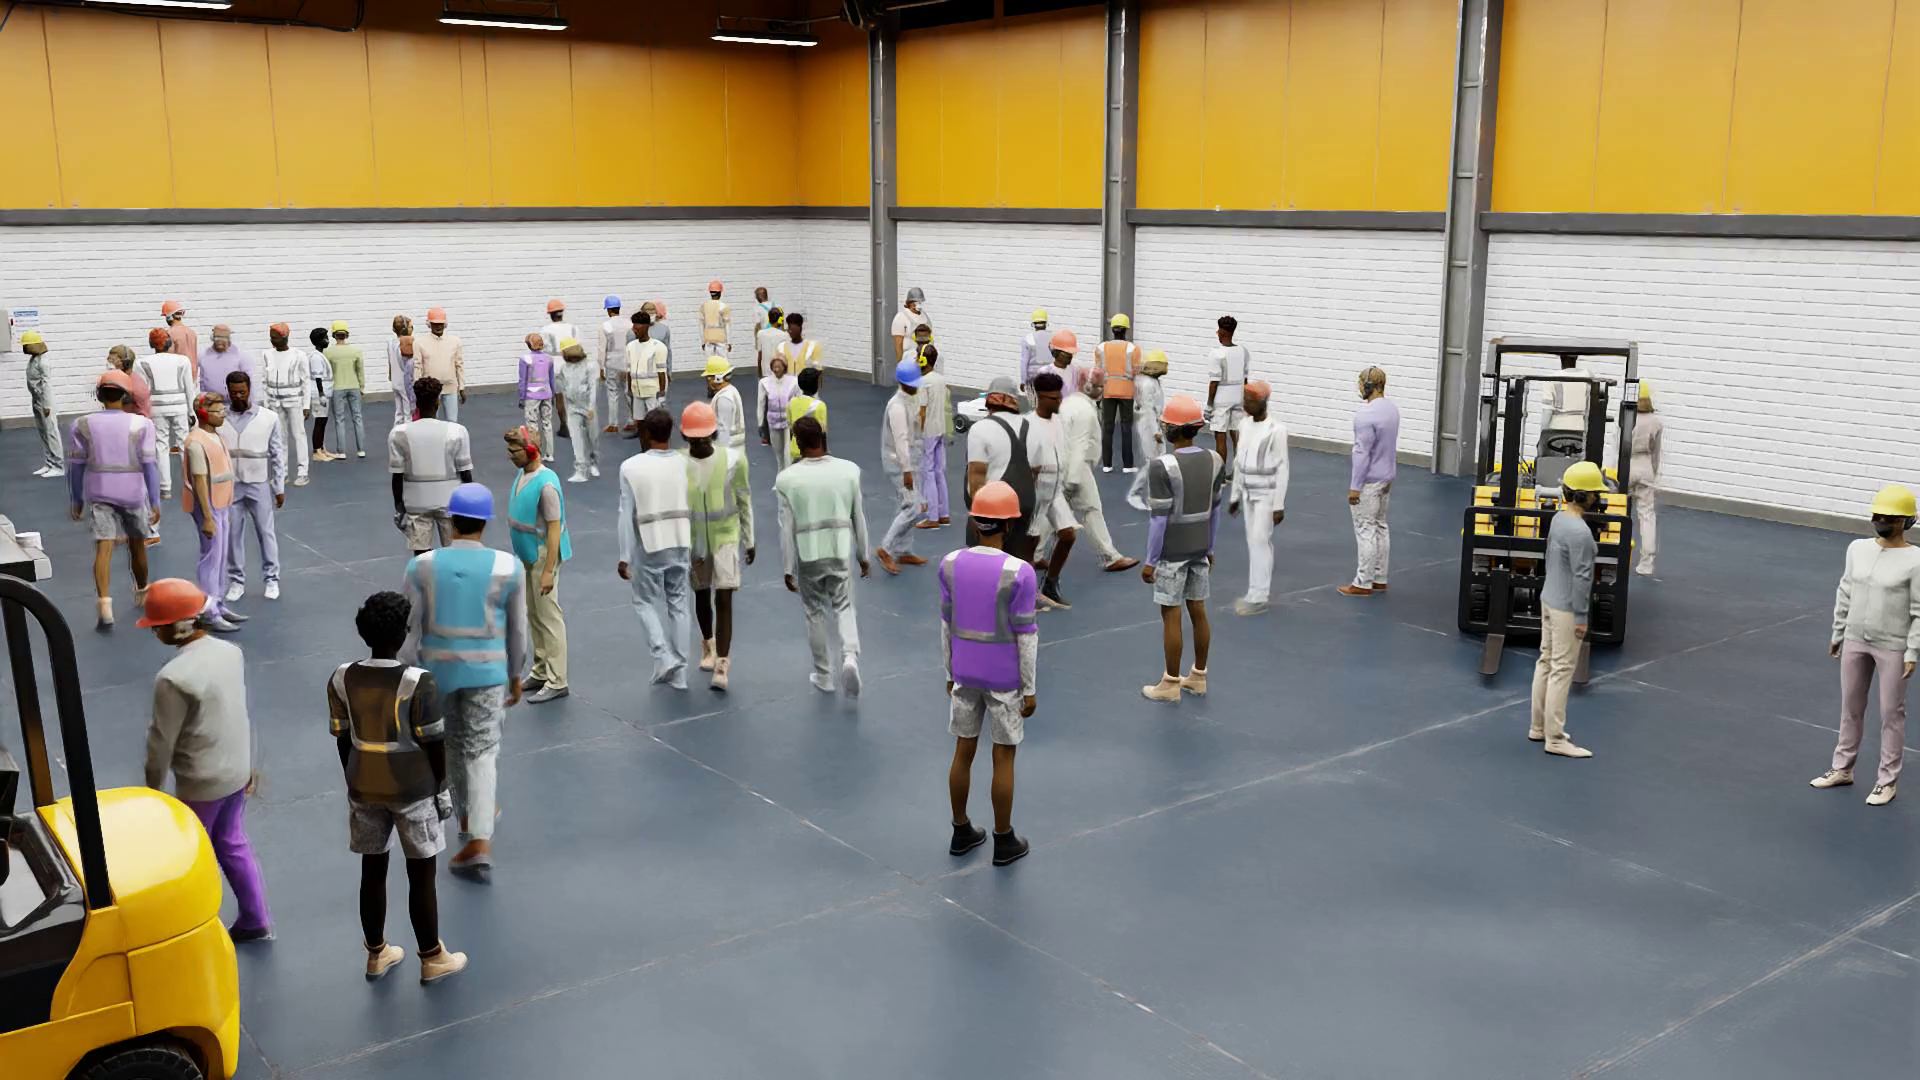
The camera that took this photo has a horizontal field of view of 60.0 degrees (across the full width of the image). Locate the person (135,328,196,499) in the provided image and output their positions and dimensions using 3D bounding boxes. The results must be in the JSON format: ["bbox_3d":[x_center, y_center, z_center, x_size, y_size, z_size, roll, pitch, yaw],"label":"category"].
[{"bbox_3d":[-8.746,-1.398,18.369,0.573,1.884,0.359,-7,13,-29],"label":"person"}]

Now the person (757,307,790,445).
[{"bbox_3d":[-2.471,-2.175,22.212,0.525,1.853,0.344,4,12,20],"label":"person"}]

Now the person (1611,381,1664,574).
[{"bbox_3d":[6.005,-0.573,14.840,0.506,1.689,0.922,-1,12,-6],"label":"person"}]

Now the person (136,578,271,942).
[{"bbox_3d":[-3.267,1.003,7.170,0.396,1.732,0.566,0,12,0],"label":"person"}]

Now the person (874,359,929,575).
[{"bbox_3d":[-0.507,-0.644,14.639,0.456,1.919,0.682,2,12,7],"label":"person"}]

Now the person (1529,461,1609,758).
[{"bbox_3d":[3.650,0.404,9.952,0.331,1.768,0.526,0,12,2],"label":"person"}]

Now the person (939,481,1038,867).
[{"bbox_3d":[0.157,0.663,8.309,0.544,1.930,0.388,7,14,32],"label":"person"}]

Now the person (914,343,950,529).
[{"bbox_3d":[-0.308,-1.036,16.693,0.330,1.862,0.506,6,13,25],"label":"person"}]

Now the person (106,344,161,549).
[{"bbox_3d":[-7.848,-0.881,15.739,0.632,1.940,0.372,10,15,40],"label":"person"}]

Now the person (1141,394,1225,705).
[{"bbox_3d":[1.441,0.062,10.921,0.606,2.048,0.366,-9,14,-36],"label":"person"}]

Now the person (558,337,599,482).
[{"bbox_3d":[-4.470,-1.545,19.551,0.485,1.680,0.815,1,12,6],"label":"person"}]

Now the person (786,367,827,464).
[{"bbox_3d":[-1.465,-0.830,16.109,0.320,1.688,0.546,-10,15,-40],"label":"person"}]

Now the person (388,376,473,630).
[{"bbox_3d":[-4.027,-0.272,12.730,0.609,1.964,0.367,-2,12,-12],"label":"person"}]

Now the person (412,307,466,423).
[{"bbox_3d":[-6.310,-1.832,20.200,0.615,1.992,0.386,-7,14,-31],"label":"person"}]

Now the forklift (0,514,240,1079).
[{"bbox_3d":[-3.687,1.115,5.480,2.313,2.155,1.214,-9,15,-36],"label":"forklift"}]

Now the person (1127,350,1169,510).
[{"bbox_3d":[2.031,-1.152,17.595,0.469,1.706,0.520,5,13,22],"label":"person"}]

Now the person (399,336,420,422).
[{"bbox_3d":[-6.705,-1.697,20.448,0.288,1.626,0.498,-4,12,-17],"label":"person"}]

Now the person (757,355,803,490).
[{"bbox_3d":[-1.989,-1.291,18.593,0.533,1.584,0.732,2,12,7],"label":"person"}]

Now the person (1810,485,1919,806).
[{"bbox_3d":[5.044,0.568,9.150,0.300,1.772,0.524,-6,13,-28],"label":"person"}]

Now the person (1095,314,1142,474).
[{"bbox_3d":[1.906,-1.751,19.985,0.586,1.921,0.379,4,13,21],"label":"person"}]

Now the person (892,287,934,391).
[{"bbox_3d":[-0.615,-2.603,23.805,0.536,2.000,0.688,11,16,43],"label":"person"}]

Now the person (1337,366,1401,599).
[{"bbox_3d":[3.434,-0.481,13.842,0.367,1.929,0.637,9,15,37],"label":"person"}]

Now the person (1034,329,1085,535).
[{"bbox_3d":[1.005,-1.060,16.386,0.612,2.033,0.411,-10,16,-41],"label":"person"}]

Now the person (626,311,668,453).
[{"bbox_3d":[-3.775,-1.776,20.030,0.598,1.958,0.370,6,13,28],"label":"person"}]

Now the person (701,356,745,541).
[{"bbox_3d":[-2.248,-0.841,15.844,0.403,1.818,0.602,-1,12,-4],"label":"person"}]

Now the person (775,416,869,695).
[{"bbox_3d":[-0.881,0.129,10.993,0.658,1.878,0.719,-4,12,-19],"label":"person"}]

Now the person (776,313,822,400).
[{"bbox_3d":[-1.968,-1.821,20.342,0.605,1.918,1.008,2,12,10],"label":"person"}]

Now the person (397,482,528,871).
[{"bbox_3d":[-2.492,0.677,8.322,0.610,1.904,0.875,0,12,-2],"label":"person"}]

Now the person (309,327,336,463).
[{"bbox_3d":[-8.022,-1.823,20.900,0.320,1.695,0.534,-3,12,-15],"label":"person"}]

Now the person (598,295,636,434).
[{"bbox_3d":[-4.803,-2.451,23.329,0.604,1.939,0.414,-10,15,-40],"label":"person"}]

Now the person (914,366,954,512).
[{"bbox_3d":[-0.328,-1.096,17.583,0.537,1.612,0.392,-5,13,-21],"label":"person"}]

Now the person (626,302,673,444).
[{"bbox_3d":[-4.143,-2.223,22.260,0.636,1.928,0.387,-8,14,-34],"label":"person"}]

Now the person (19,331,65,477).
[{"bbox_3d":[-10.943,-1.617,19.791,0.485,1.737,0.320,11,16,43],"label":"person"}]

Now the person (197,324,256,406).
[{"bbox_3d":[-8.556,-1.609,19.463,0.640,1.863,0.976,0,12,-2],"label":"person"}]

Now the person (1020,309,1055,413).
[{"bbox_3d":[1.068,-2.161,22.186,0.591,1.829,0.404,-4,12,-19],"label":"person"}]

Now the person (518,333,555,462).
[{"bbox_3d":[-5.263,-1.761,20.740,0.319,1.631,0.523,10,15,39],"label":"person"}]

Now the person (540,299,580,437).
[{"bbox_3d":[-5.543,-2.375,23.010,0.536,1.910,0.455,-10,15,-39],"label":"person"}]

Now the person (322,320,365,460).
[{"bbox_3d":[-7.803,-1.900,21.078,0.530,1.768,0.312,-9,15,-38],"label":"person"}]

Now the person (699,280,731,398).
[{"bbox_3d":[-4.019,-3.302,27.431,0.547,1.937,0.379,3,12,14],"label":"person"}]

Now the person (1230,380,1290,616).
[{"bbox_3d":[2.382,-0.346,13.309,0.382,1.877,0.586,-5,13,-23],"label":"person"}]

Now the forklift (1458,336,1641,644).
[{"bbox_3d":[4.683,-0.471,13.136,1.214,2.155,2.313,4,12,20],"label":"forklift"}]

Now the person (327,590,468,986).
[{"bbox_3d":[-2.377,1.048,7.010,0.532,1.697,0.319,3,12,15],"label":"person"}]

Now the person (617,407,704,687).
[{"bbox_3d":[-2.006,0.068,11.219,0.644,1.908,0.425,-7,14,-32],"label":"person"}]

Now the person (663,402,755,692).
[{"bbox_3d":[-1.730,0.022,11.347,0.633,1.965,1.002,-1,12,-3],"label":"person"}]

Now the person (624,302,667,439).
[{"bbox_3d":[-4.340,-2.322,22.859,0.669,1.884,0.369,-7,14,-31],"label":"person"}]

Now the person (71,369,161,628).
[{"bbox_3d":[-6.631,-0.338,13.048,0.665,1.976,1.095,-3,12,-14],"label":"person"}]

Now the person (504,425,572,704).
[{"bbox_3d":[-2.780,0.151,10.998,0.389,1.837,0.563,-8,14,-33],"label":"person"}]

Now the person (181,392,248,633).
[{"bbox_3d":[-5.754,-0.217,12.758,0.372,1.843,0.570,-3,12,-12],"label":"person"}]

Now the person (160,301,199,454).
[{"bbox_3d":[-10.115,-2.106,21.572,0.411,1.979,0.625,2,12,10],"label":"person"}]

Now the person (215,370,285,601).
[{"bbox_3d":[-5.890,-0.452,13.748,0.595,1.910,0.389,-3,12,-12],"label":"person"}]

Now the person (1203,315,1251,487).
[{"bbox_3d":[3.058,-1.592,19.105,0.600,1.967,0.368,-8,14,-33],"label":"person"}]

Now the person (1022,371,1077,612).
[{"bbox_3d":[0.695,-0.367,13.231,0.615,1.946,0.568,-11,16,-44],"label":"person"}]

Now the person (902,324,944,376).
[{"bbox_3d":[-0.425,-1.593,19.377,0.517,1.861,0.322,1,12,3],"label":"person"}]

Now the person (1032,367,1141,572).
[{"bbox_3d":[1.065,-0.609,14.692,1.021,1.835,0.723,-2,12,-8],"label":"person"}]

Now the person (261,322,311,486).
[{"bbox_3d":[-7.752,-1.558,19.136,0.573,1.885,0.357,2,12,10],"label":"person"}]

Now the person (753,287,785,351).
[{"bbox_3d":[-3.207,-3.352,27.986,0.592,1.807,0.415,-10,15,-40],"label":"person"}]

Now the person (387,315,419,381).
[{"bbox_3d":[-7.960,-2.409,23.860,0.283,1.633,0.498,11,16,42],"label":"person"}]

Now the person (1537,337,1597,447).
[{"bbox_3d":[6.096,-1.082,16.757,0.584,1.919,0.375,-2,12,-11],"label":"person"}]

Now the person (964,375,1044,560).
[{"bbox_3d":[0.348,-0.260,12.492,0.737,2.000,0.695,-10,15,-39],"label":"person"}]
